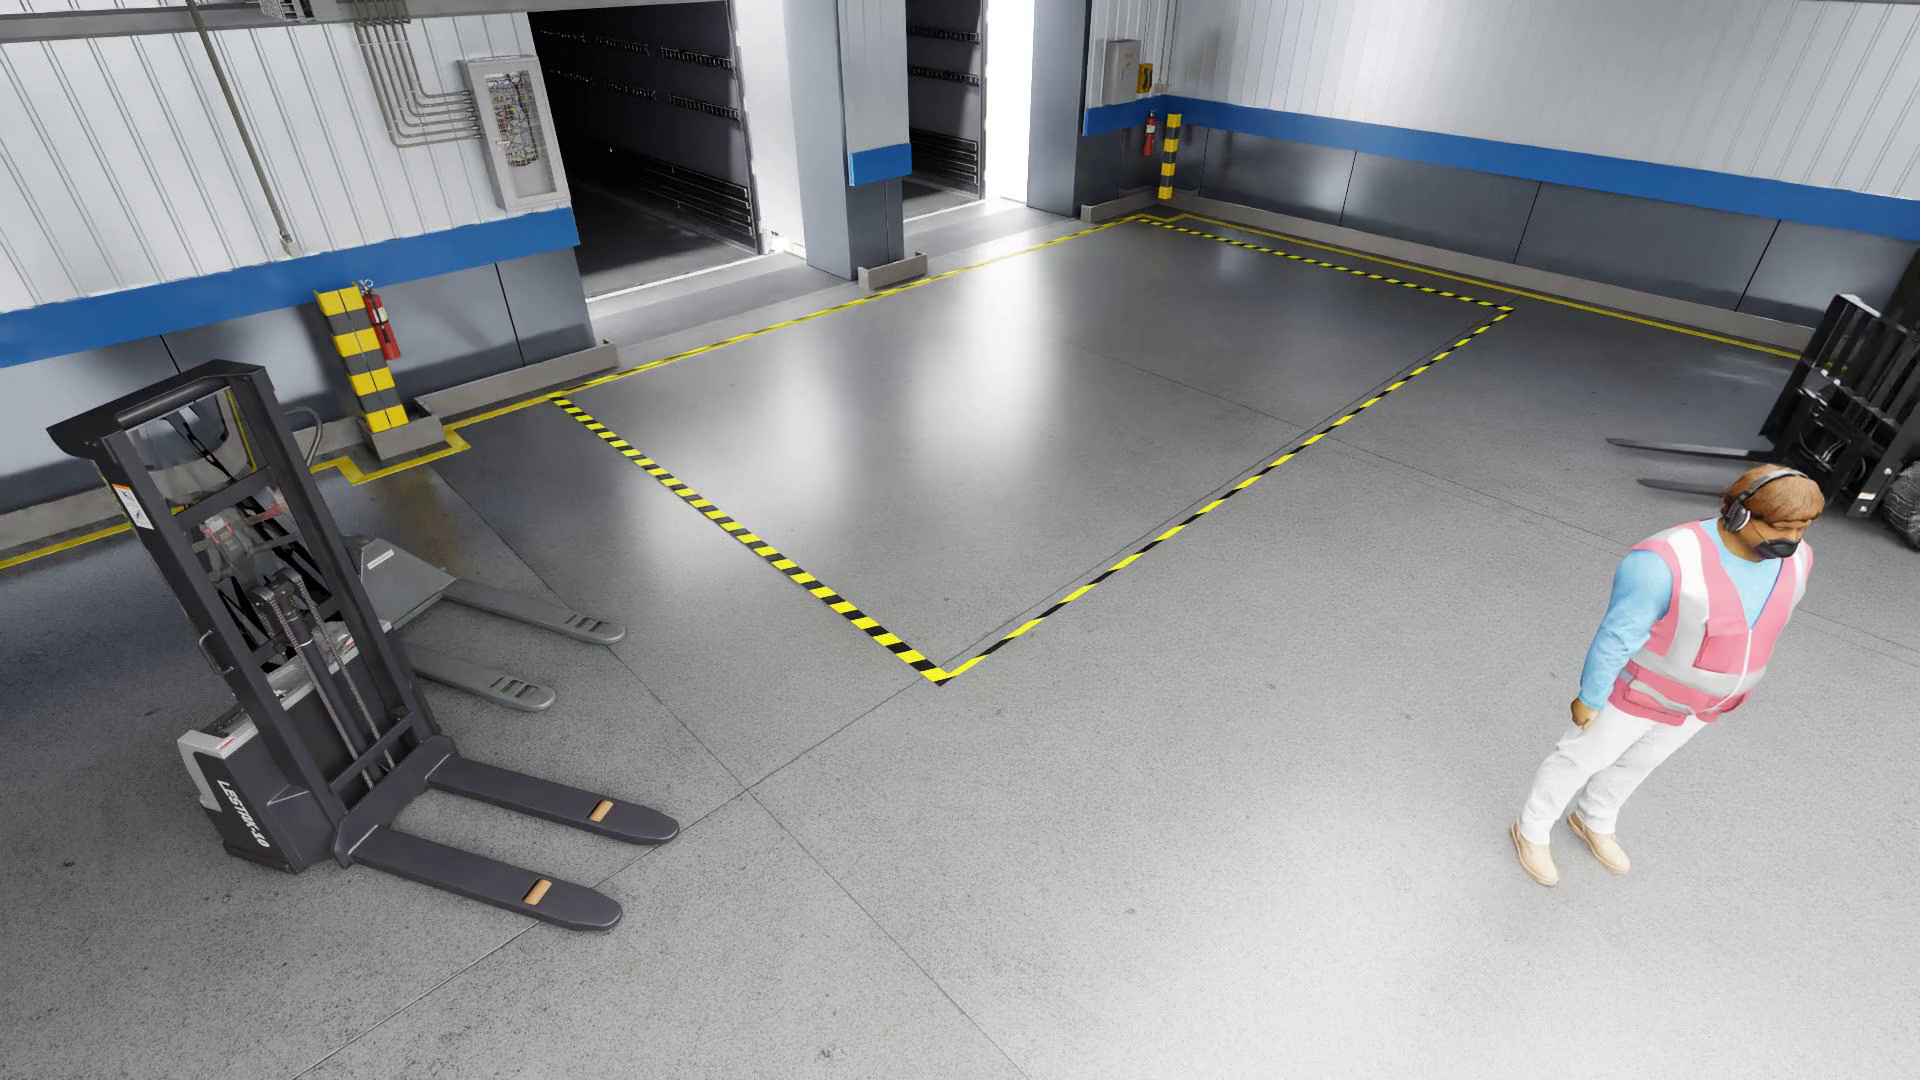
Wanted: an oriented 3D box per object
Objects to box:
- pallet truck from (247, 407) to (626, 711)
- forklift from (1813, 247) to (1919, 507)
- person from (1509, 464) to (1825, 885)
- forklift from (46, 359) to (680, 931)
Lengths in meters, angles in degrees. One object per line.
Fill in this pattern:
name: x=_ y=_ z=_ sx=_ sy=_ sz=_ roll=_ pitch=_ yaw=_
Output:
pallet truck: x=-2.628 y=0.038 z=4.590 sx=1.601 sy=1.201 sz=0.680 roll=12 pitch=36 yaw=18
forklift: x=6.867 y=-1.102 z=5.279 sx=2.680 sy=2.036 sz=1.157 roll=7 pitch=35 yaw=10
person: x=2.530 y=0.544 z=3.311 sx=0.632 sy=1.841 sz=0.429 roll=-5 pitch=34 yaw=-7
forklift: x=-2.135 y=0.422 z=3.354 sx=1.885 sy=1.965 sz=0.823 roll=10 pitch=35 yaw=14
